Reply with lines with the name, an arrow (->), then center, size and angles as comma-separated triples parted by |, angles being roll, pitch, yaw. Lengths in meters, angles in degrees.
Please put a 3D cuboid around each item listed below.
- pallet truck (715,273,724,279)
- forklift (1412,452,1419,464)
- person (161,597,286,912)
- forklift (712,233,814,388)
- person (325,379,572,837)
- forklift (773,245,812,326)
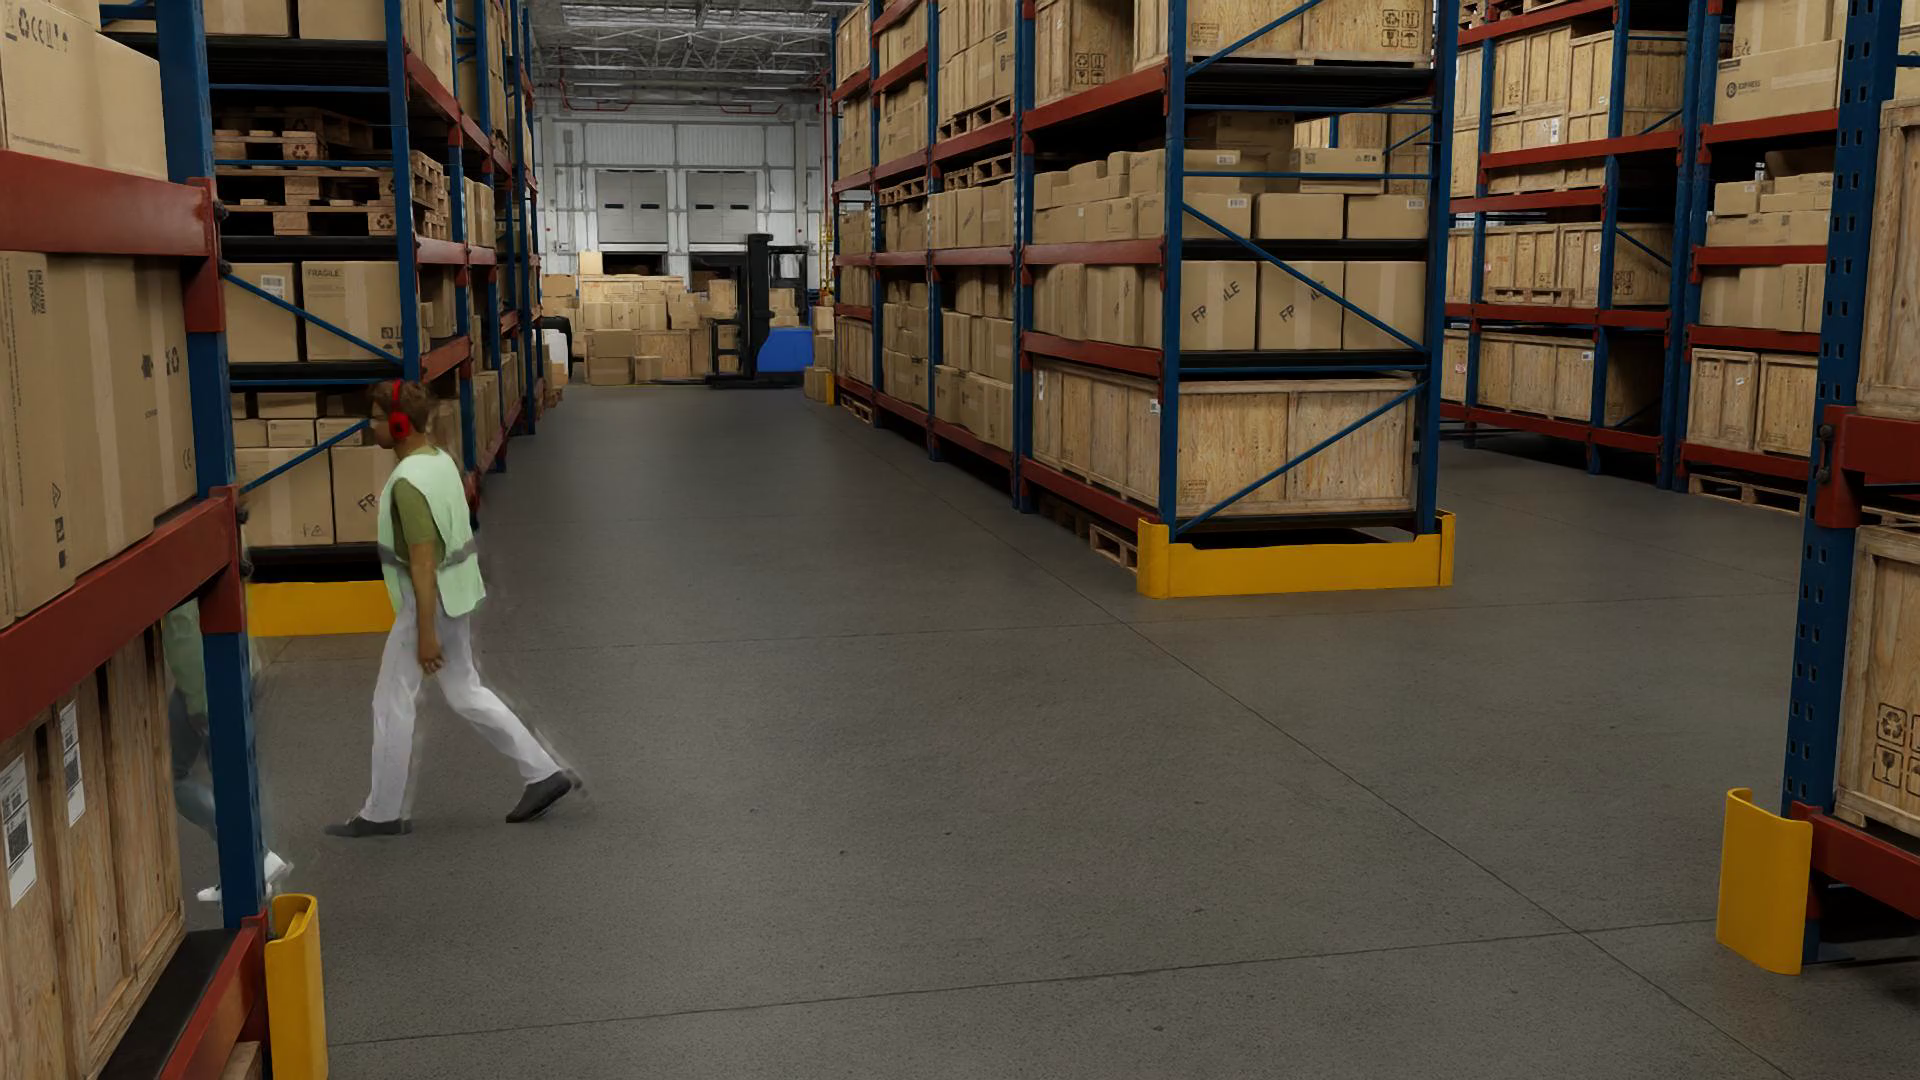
pallet truck -> -8.580, -8.986, 62.280 | 1.885, 1.965, 0.823 | 1, 9, 5
forklift -> 4.092, -2.260, 18.596 | 1.873, 2.768, 1.129 | -2, 9, -9
person -> -2.567, 0.494, 5.639 | 0.360, 1.619, 0.533 | -1, 9, -7
forklift -> -3.683, -4.238, 30.657 | 1.873, 2.768, 1.129 | -2, 10, -12
person -> -2.004, 0.270, 6.490 | 0.901, 1.810, 0.607 | -1, 9, -5
forklift -> -4.787, -6.907, 46.924 | 1.129, 2.768, 1.873 | 1, 9, 5
